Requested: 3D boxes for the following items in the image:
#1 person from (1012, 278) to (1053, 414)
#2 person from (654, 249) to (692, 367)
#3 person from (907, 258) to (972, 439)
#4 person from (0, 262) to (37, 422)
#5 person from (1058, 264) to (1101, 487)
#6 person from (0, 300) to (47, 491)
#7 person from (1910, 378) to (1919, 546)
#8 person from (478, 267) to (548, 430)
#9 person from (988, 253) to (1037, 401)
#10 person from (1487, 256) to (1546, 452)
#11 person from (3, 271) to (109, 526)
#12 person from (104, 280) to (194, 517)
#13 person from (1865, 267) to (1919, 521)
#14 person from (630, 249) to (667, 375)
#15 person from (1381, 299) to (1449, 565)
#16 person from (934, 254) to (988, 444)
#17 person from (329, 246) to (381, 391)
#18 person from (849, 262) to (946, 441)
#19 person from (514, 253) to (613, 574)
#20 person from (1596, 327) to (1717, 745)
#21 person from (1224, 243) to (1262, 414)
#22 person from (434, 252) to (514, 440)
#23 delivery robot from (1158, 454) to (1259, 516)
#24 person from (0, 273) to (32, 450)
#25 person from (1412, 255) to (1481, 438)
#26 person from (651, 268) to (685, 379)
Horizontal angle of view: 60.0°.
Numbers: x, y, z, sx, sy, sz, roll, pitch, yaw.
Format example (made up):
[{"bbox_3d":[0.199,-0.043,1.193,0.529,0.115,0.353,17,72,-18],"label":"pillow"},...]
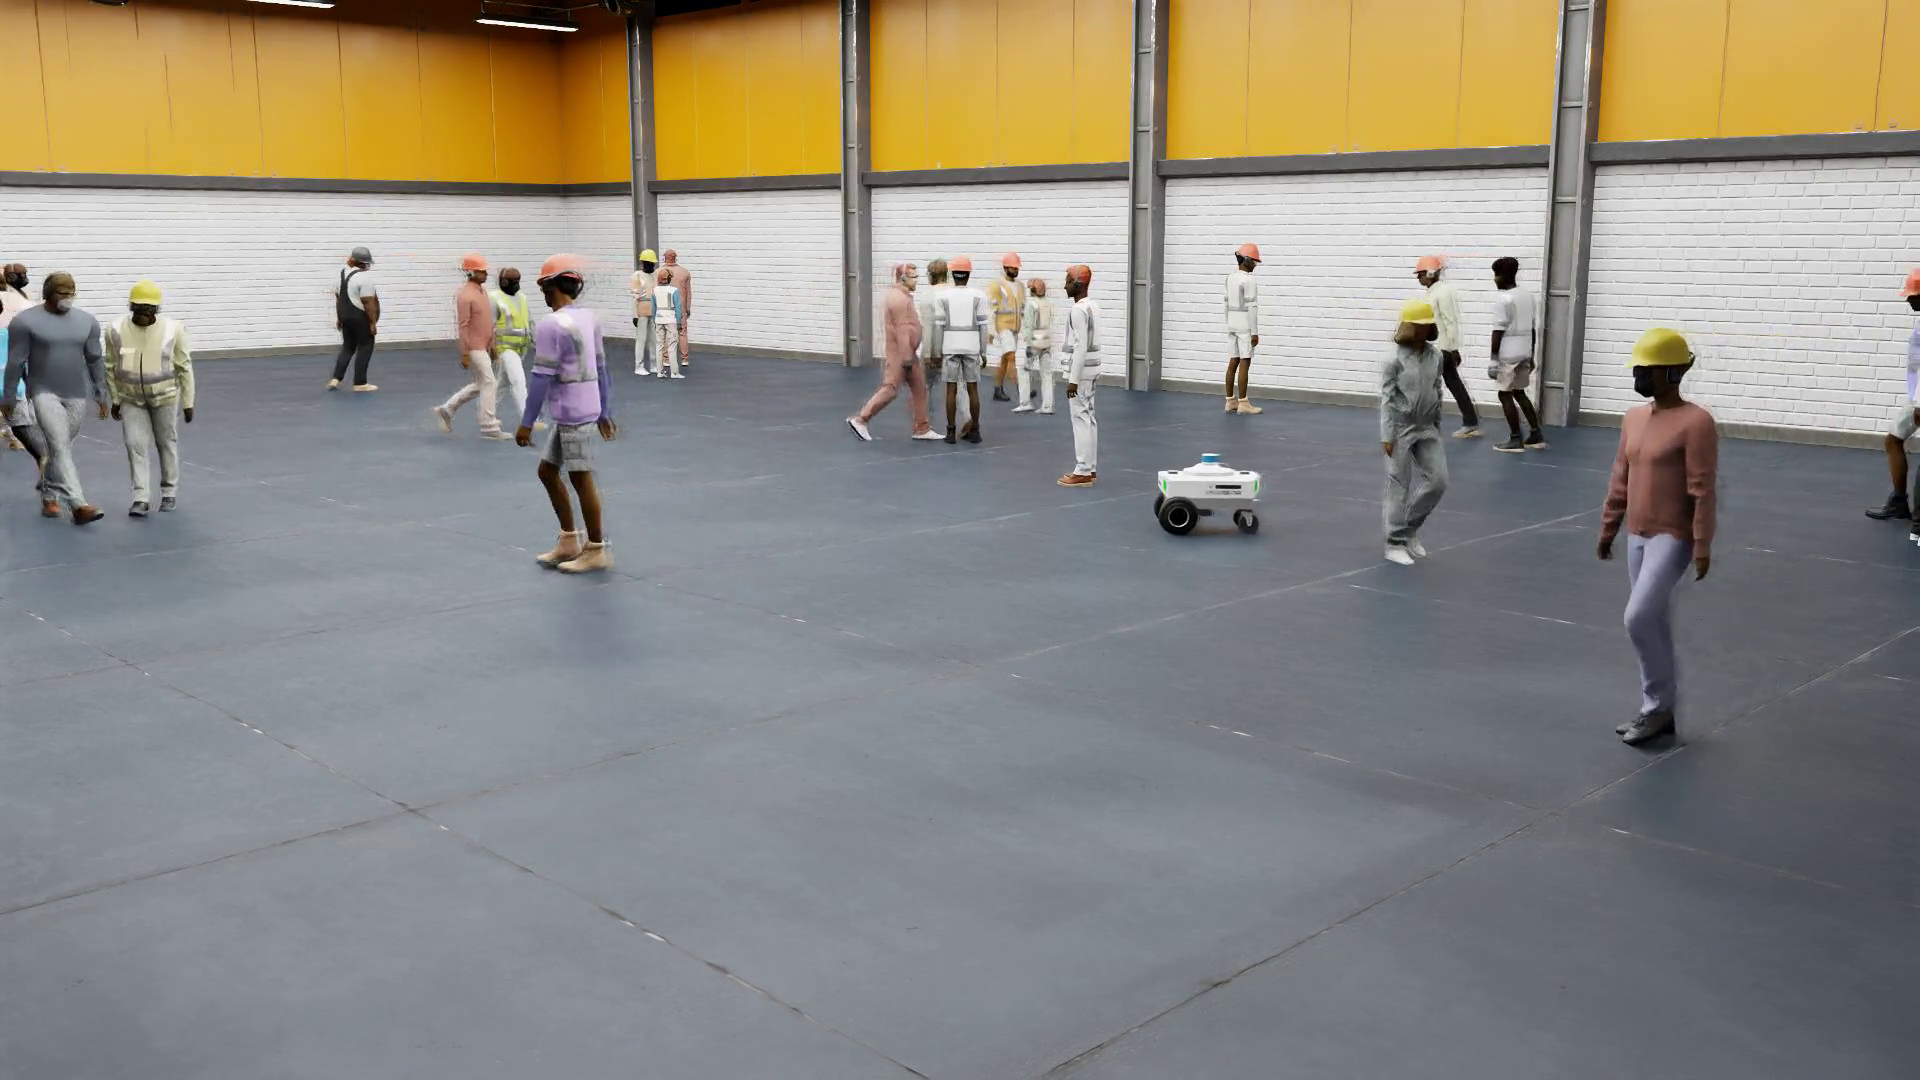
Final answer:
[{"bbox_3d":[0.869,-2.311,19.876,0.607,1.616,0.551,8,13,37],"label":"person"},{"bbox_3d":[-4.688,-3.770,27.063,0.638,1.911,0.402,-4,11,-20],"label":"person"},{"bbox_3d":[-0.165,-2.004,17.505,0.649,1.895,0.928,-7,13,-35],"label":"person"},{"bbox_3d":[-10.744,-2.236,18.921,0.570,1.827,0.644,-2,11,-10],"label":"person"},{"bbox_3d":[1.026,-1.395,14.174,0.341,1.883,0.586,3,11,16],"label":"person"},{"bbox_3d":[-7.952,-1.224,13.862,0.792,1.663,0.530,5,12,27],"label":"person"},{"bbox_3d":[6.766,-0.903,11.405,0.392,1.919,0.591,4,11,21],"label":"person"},{"bbox_3d":[-5.007,-2.117,18.393,0.972,1.799,0.627,4,11,21],"label":"person"},{"bbox_3d":[0.718,-2.684,21.163,0.569,1.896,0.930,-10,14,-43],"label":"person"},{"bbox_3d":[5.446,-1.823,16.407,0.644,1.933,0.484,-8,13,-38],"label":"person"},{"bbox_3d":[-6.703,-1.060,12.386,1.029,1.874,0.664,8,13,36],"label":"person"},{"bbox_3d":[-6.162,-1.066,12.632,0.615,1.792,0.809,-3,11,-17],"label":"person"},{"bbox_3d":[7.084,-1.062,12.328,0.608,1.896,0.720,-9,14,-40],"label":"person"},{"bbox_3d":[-4.778,-3.482,25.473,0.399,1.919,0.604,7,13,34],"label":"person"},{"bbox_3d":[2.941,-0.692,10.770,0.502,1.727,0.378,-4,11,-23],"label":"person"},{"bbox_3d":[0.014,-1.955,17.087,0.551,1.935,0.372,0,10,-2],"label":"person"},{"bbox_3d":[-8.297,-3.059,22.826,0.821,2.000,0.648,8,13,36],"label":"person"},{"bbox_3d":[-0.670,-1.940,17.223,0.934,1.862,0.625,1,10,6],"label":"person"},{"bbox_3d":[-2.520,-0.781,10.486,0.604,2.013,0.579,-1,10,-4],"label":"person"},{"bbox_3d":[2.880,-0.009,6.964,0.501,1.749,0.556,-2,11,-13],"label":"person"},{"bbox_3d":[3.400,-2.519,19.905,0.391,2.034,0.605,-4,11,-22],"label":"person"},{"bbox_3d":[-5.115,-2.021,17.371,0.779,1.964,0.608,0,10,0],"label":"person"},{"bbox_3d":[1.796,-0.380,12.017,0.707,0.478,0.477,0,10,2],"label":"delivery robot"},{"bbox_3d":[-9.632,-1.809,16.713,0.927,1.785,0.615,7,13,35],"label":"person"},{"bbox_3d":[5.053,-2.030,17.535,1.062,1.920,0.633,2,11,9],"label":"person"},{"bbox_3d":[-4.361,-3.212,24.753,0.514,1.641,0.307,5,11,25],"label":"person"}]
